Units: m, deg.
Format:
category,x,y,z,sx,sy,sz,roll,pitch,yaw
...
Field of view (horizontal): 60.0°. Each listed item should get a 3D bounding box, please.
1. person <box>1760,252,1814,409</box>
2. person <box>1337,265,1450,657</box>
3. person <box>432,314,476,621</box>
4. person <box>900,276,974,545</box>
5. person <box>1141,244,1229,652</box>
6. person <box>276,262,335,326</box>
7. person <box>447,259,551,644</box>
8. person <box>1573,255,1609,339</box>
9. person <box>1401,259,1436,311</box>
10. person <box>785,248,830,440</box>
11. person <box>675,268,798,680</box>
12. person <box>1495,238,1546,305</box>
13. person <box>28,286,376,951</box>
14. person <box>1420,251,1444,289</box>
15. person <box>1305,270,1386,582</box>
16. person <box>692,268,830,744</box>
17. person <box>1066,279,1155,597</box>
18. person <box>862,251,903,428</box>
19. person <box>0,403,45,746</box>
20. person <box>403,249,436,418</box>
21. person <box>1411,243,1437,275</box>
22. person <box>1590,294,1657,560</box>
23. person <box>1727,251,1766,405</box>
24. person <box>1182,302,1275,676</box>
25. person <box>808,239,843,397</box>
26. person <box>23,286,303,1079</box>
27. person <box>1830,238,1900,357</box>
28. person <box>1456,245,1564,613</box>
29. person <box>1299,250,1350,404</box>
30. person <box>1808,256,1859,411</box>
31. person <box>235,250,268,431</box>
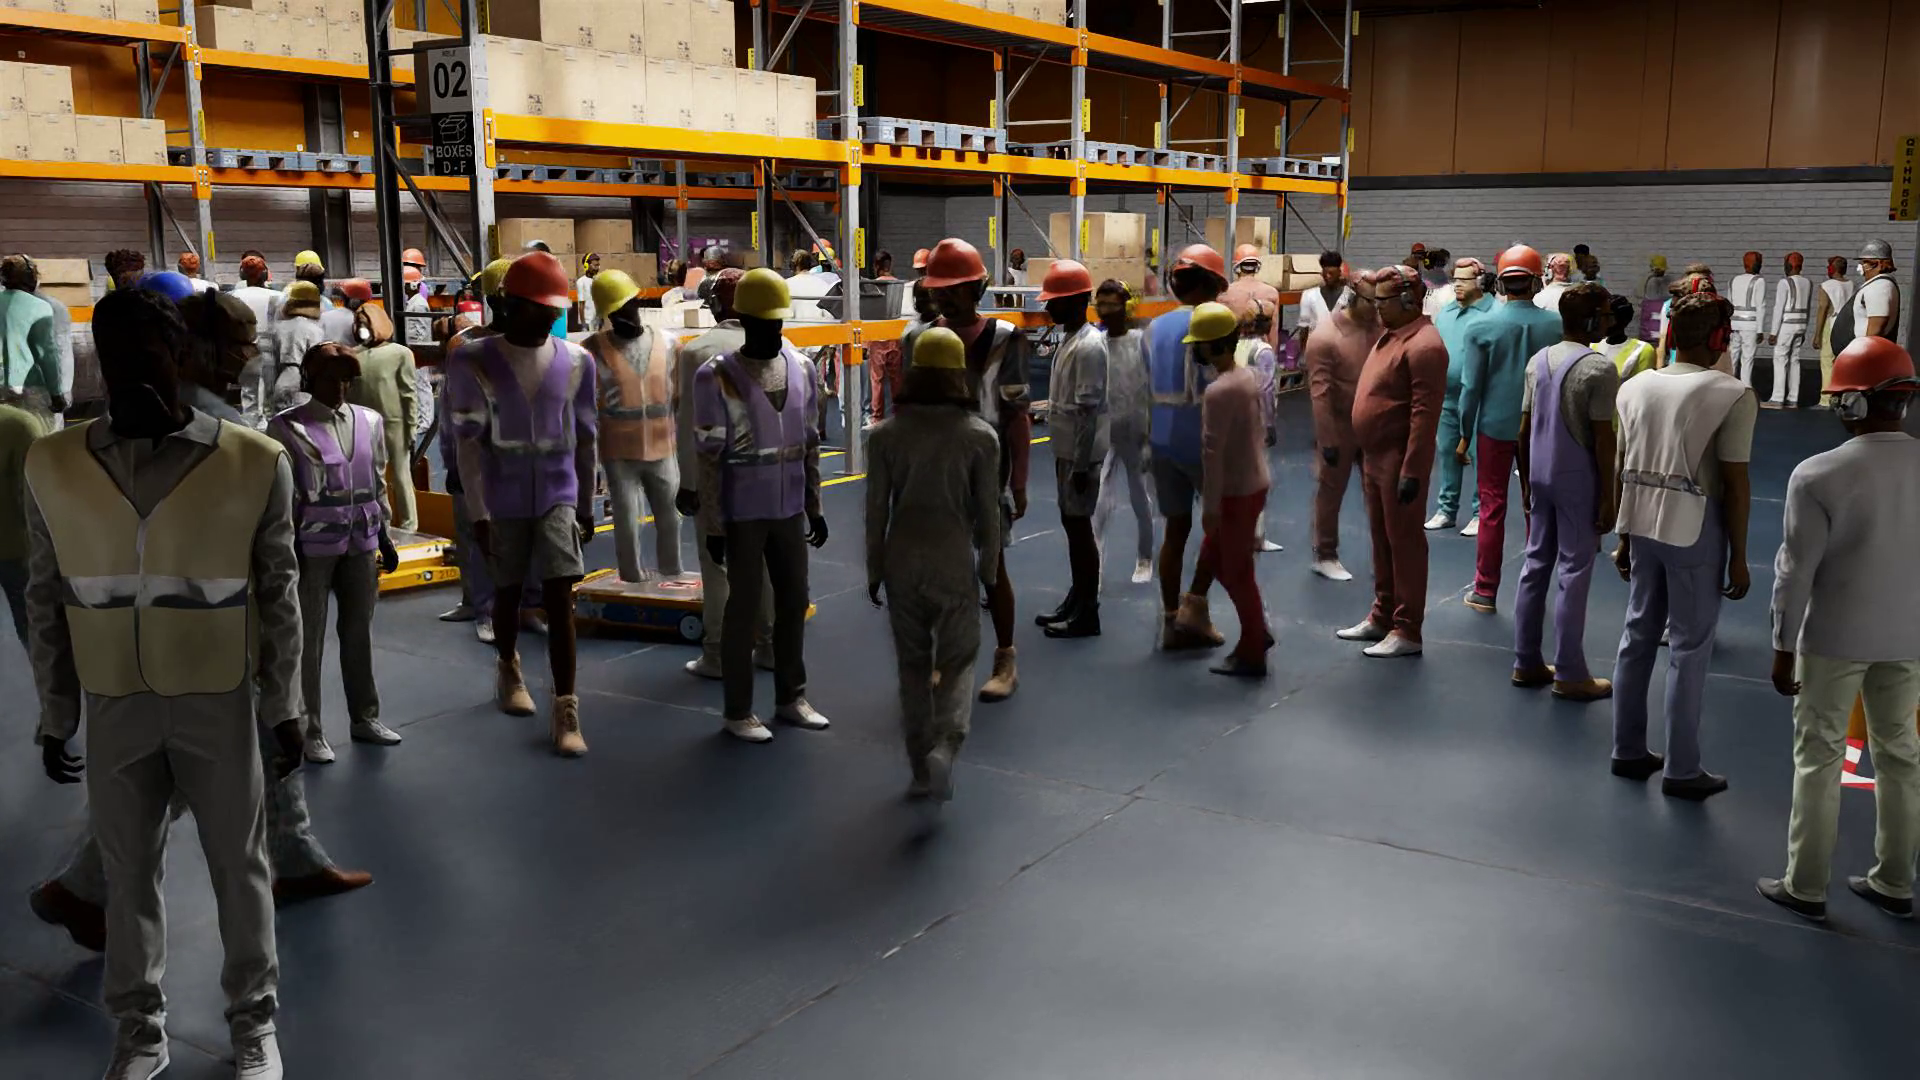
category,x,y,z,sx,sy,sz,roll,pitch,yaw
person,9.979,-2.512,20.015,0.584,1.878,0.368,-5,12,-27
person,2.115,-0.383,8.140,0.409,1.903,0.639,-1,10,-5
person,-2.635,-0.390,8.930,0.323,1.631,0.526,0,10,-2
person,-0.129,-0.828,10.918,0.599,1.788,0.752,-8,13,-38
person,1.162,-0.442,8.195,0.511,1.997,0.702,-7,12,-33
person,-5.538,-1.448,14.246,0.430,1.837,0.629,3,11,17
person,-2.274,-0.447,8.422,0.594,1.924,0.382,-9,14,-41
person,7.930,-2.664,20.965,0.526,1.833,0.400,-1,10,-5
person,5.279,-2.398,19.584,0.640,1.791,0.940,5,12,27
person,-1.576,-1.955,16.748,0.635,1.937,0.353,-8,13,-38
person,-1.037,-0.304,7.732,0.652,1.896,0.402,-9,14,-41
person,5.664,-2.063,17.061,0.683,2.000,0.538,0,10,1
person,-2.209,0.239,4.753,0.916,1.916,0.639,-7,12,-33
person,7.235,-3.520,25.653,0.499,1.861,0.328,-8,13,-38
person,2.341,-0.622,9.616,0.701,1.848,0.919,-3,11,-18
person,-0.791,-0.132,6.728,0.591,1.912,0.399,-10,14,-43
person,0.928,-0.587,9.566,0.526,1.811,1.009,5,11,27
person,-0.789,-2.099,17.640,0.597,1.909,0.405,-9,13,-40
person,-3.705,0.027,6.370,0.512,1.719,0.857,-2,10,-12
person,-6.171,-2.316,18.800,0.548,1.925,0.392,6,12,29
person,7.468,-3.854,27.185,0.601,1.977,0.434,2,10,9
person,4.158,-0.722,10.618,0.319,1.686,0.539,-8,13,-38
person,9.666,-2.599,20.472,0.358,1.882,0.574,-3,11,-18
person,1.245,-0.225,7.696,0.449,1.740,0.528,4,11,20
person,-1.749,-2.842,21.400,0.606,2.036,0.406,-6,12,-29
person,-1.841,0.374,3.896,0.588,1.920,0.392,-2,11,-13
person,8.220,-1.718,15.152,0.539,2.000,0.689,6,12,31
person,3.005,-0.590,9.039,0.612,1.990,0.392,1,10,3
person,3.543,-1.802,15.915,0.604,1.939,0.799,3,11,15
person,10.376,-2.436,19.710,0.567,1.838,0.388,-4,11,-22
person,-7.510,-2.108,17.668,0.398,1.913,0.587,-7,13,-36
